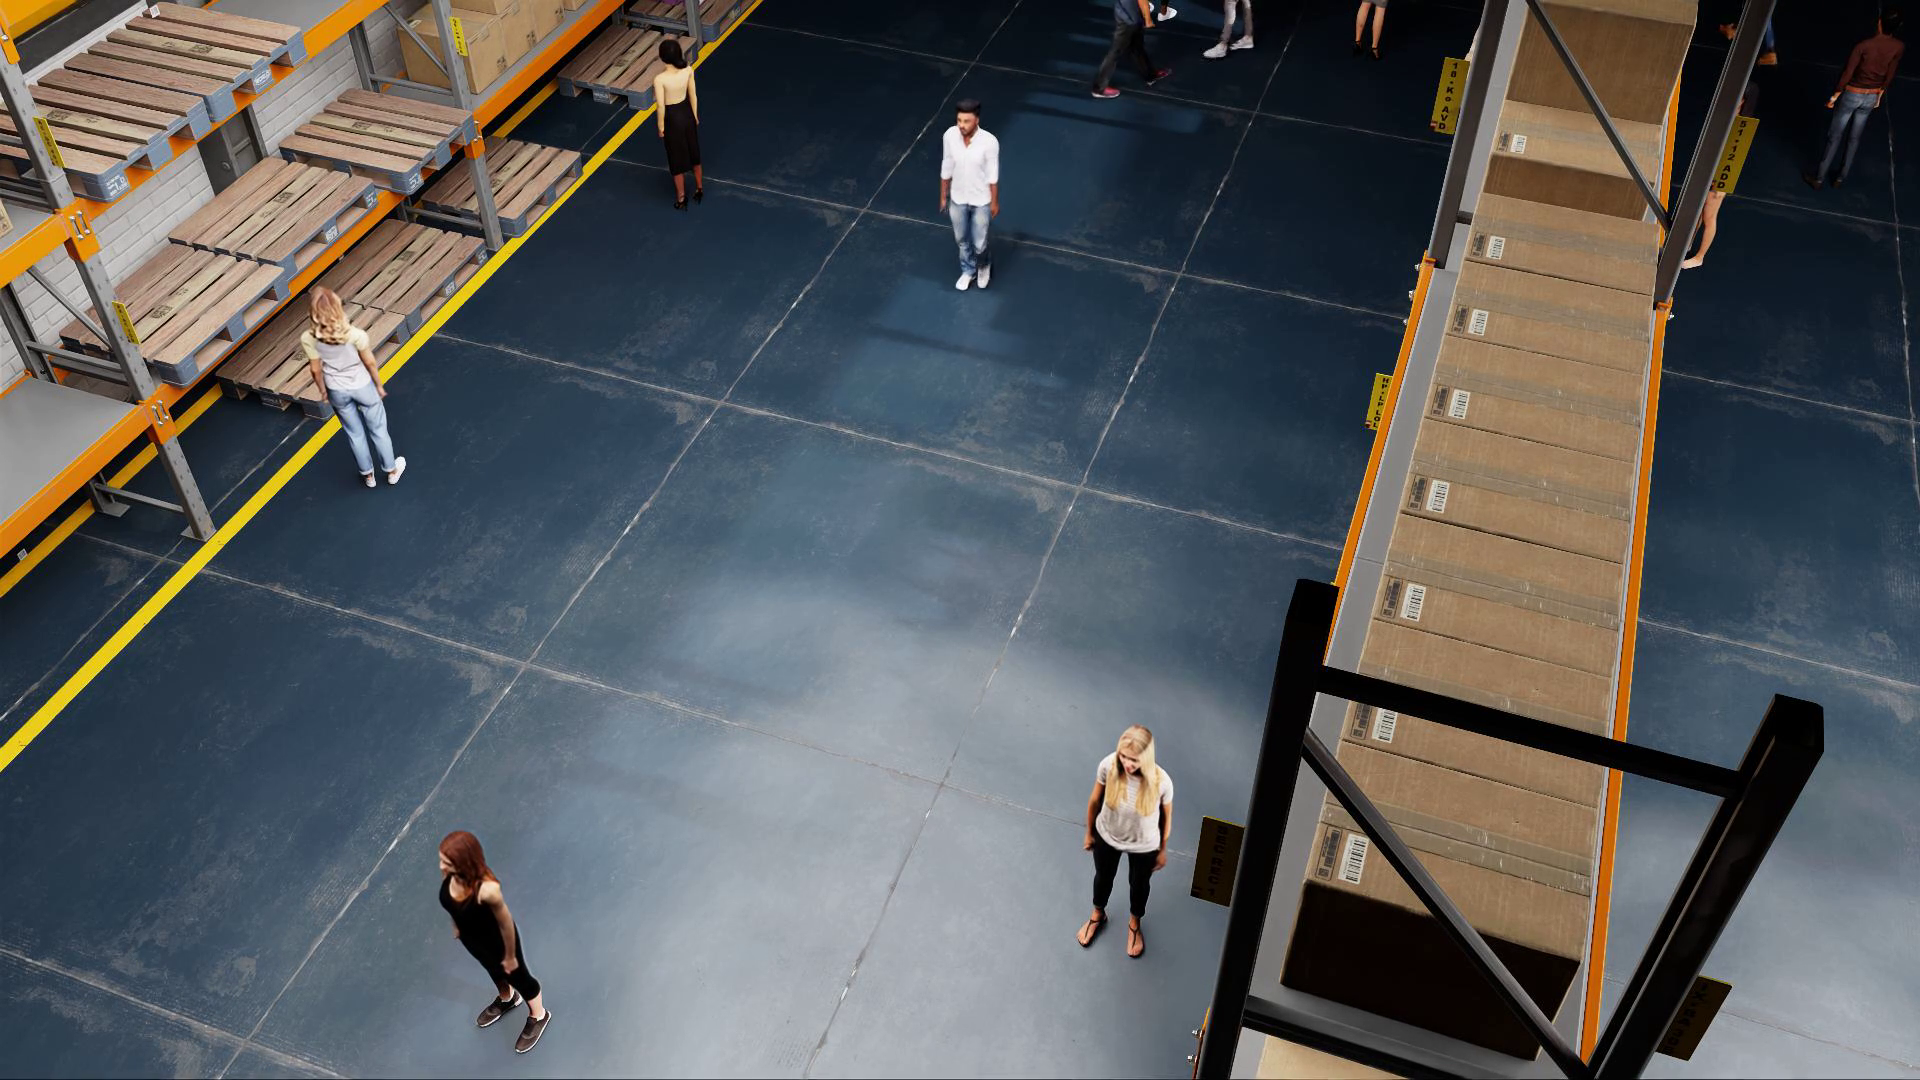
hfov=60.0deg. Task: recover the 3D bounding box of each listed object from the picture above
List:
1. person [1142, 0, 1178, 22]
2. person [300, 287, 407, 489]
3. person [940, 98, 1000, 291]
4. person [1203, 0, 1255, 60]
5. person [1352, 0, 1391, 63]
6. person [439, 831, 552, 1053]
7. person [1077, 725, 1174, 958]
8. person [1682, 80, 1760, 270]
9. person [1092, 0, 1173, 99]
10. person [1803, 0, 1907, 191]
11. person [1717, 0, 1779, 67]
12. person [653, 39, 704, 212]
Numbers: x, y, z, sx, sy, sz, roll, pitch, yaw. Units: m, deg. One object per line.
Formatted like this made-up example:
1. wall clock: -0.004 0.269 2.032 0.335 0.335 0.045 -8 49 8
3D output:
1. person: 2.131 -6.374 17.589 0.659 1.729 0.619 24 49 23
2. person: -4.402 -1.088 12.044 0.711 1.723 0.711 -6 44 -7
3. person: 0.131 -2.925 13.915 0.647 1.802 0.629 15 46 16
4. person: 2.961 -5.846 16.975 1.004 1.811 0.967 -11 45 -11
5. person: 4.257 -5.750 16.852 0.685 1.842 0.667 32 52 29
6. person: -2.462 2.074 8.723 0.629 1.725 0.586 25 49 24
7. person: 0.916 1.634 9.112 0.621 1.826 0.531 12 45 12
8. person: 6.441 -3.122 14.171 0.715 1.733 0.581 -4 44 -5
9. person: 1.569 -5.142 16.263 1.026 1.773 1.120 -6 44 -6
10. person: 8.137 -3.998 15.056 0.712 1.782 0.663 -1 44 -1
11. person: 8.255 -5.633 16.859 1.140 1.662 1.237 -15 46 -15
12. person: -2.509 -3.711 14.849 0.618 1.651 0.714 -30 51 -28
